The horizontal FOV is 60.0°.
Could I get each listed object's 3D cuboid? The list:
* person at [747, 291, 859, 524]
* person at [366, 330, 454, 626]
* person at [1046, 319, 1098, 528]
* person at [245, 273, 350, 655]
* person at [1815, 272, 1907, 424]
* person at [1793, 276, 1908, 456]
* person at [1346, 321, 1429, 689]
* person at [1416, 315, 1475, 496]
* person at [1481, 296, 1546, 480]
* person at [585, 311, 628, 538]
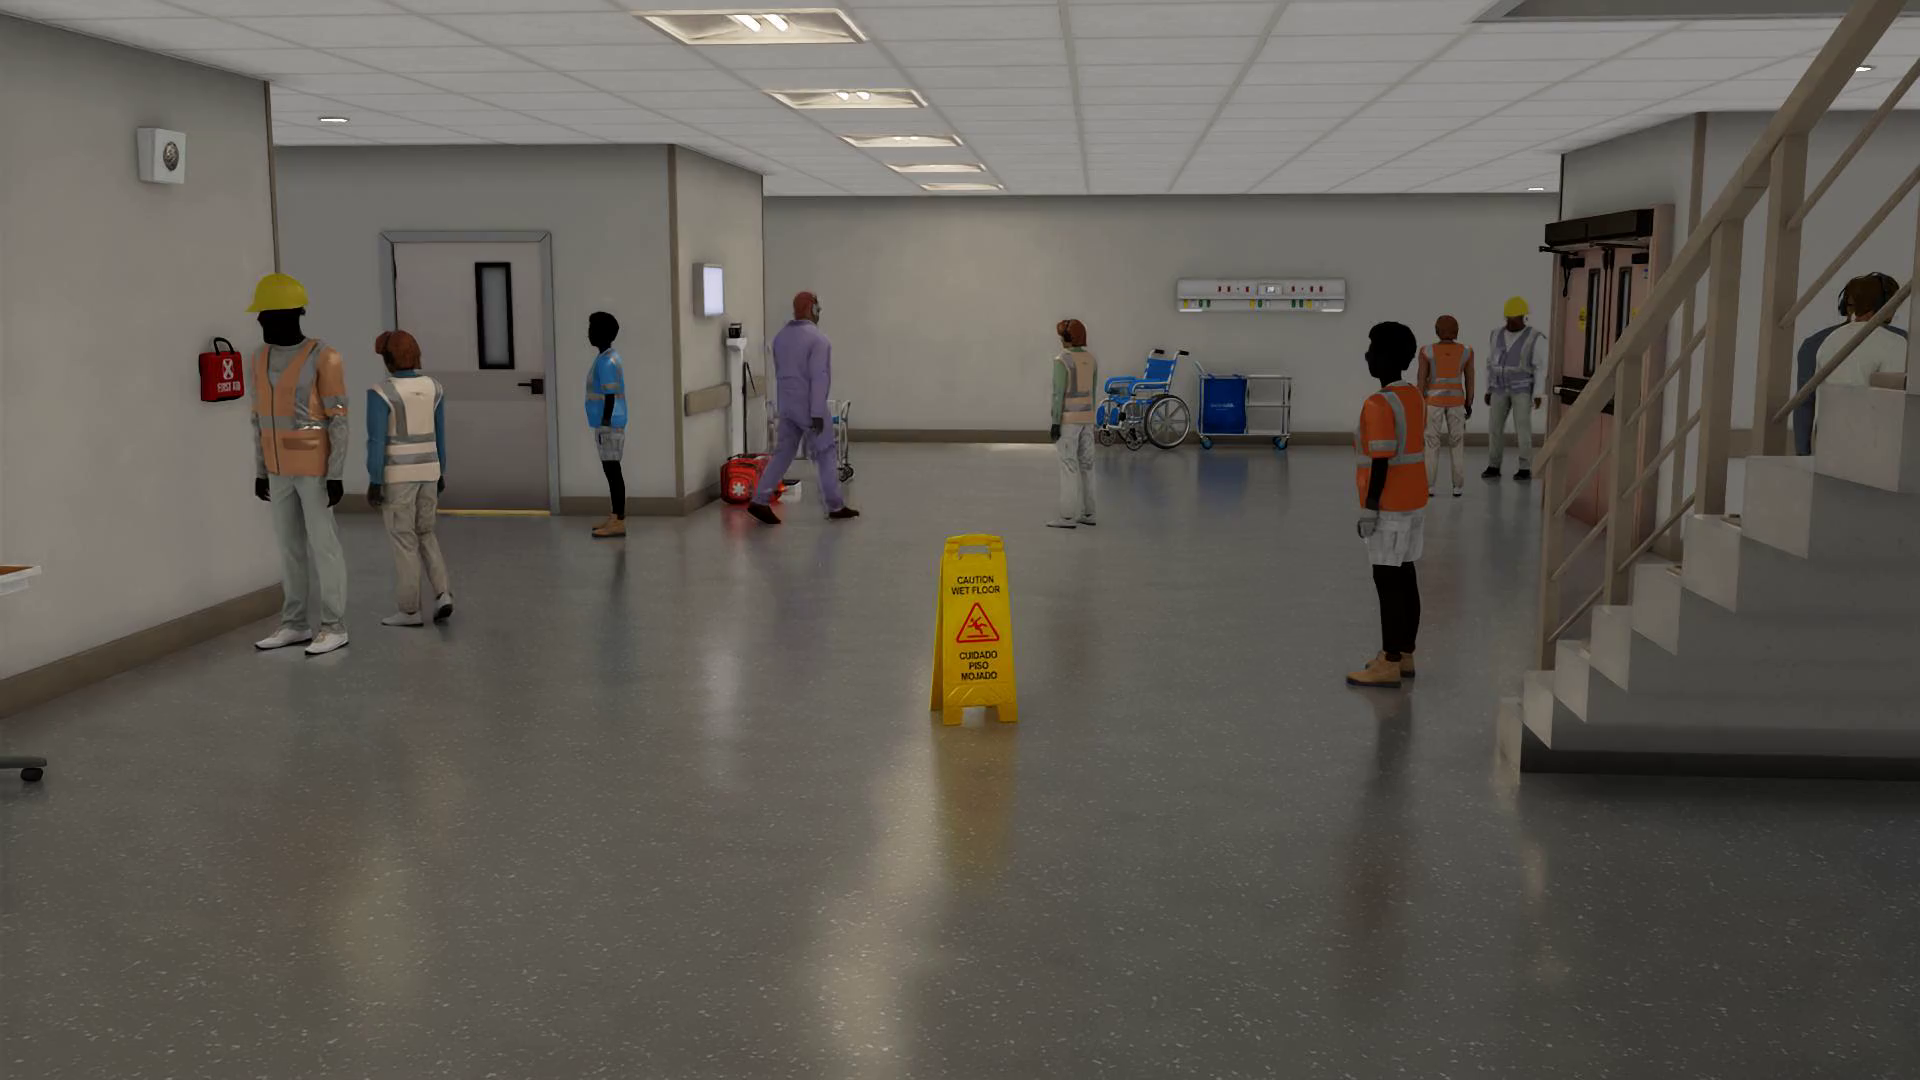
[{"bbox_3d":[-1.301,-1.058,13.312,0.990,1.861,0.658,-8,12,-44],"label":"person"},{"bbox_3d":[-2.996,-0.326,9.068,0.372,1.629,0.526,4,9,26],"label":"person"},{"bbox_3d":[0.895,-0.909,13.028,0.310,1.633,0.517,7,11,40],"label":"person"},{"bbox_3d":[-3.359,-0.378,8.423,0.591,1.923,0.382,4,9,26],"label":"person"},{"bbox_3d":[4.852,-0.461,8.945,0.372,1.940,0.632,-2,9,-10],"label":"person"},{"bbox_3d":[5.108,-0.536,9.516,0.636,1.928,0.390,3,9,17],"label":"person"},{"bbox_3d":[1.994,-0.162,7.722,0.322,1.697,0.536,6,10,34],"label":"person"},{"bbox_3d":[4.372,-1.204,15.018,0.525,1.636,0.307,1,8,4],"label":"person"},{"bbox_3d":[5.456,-1.493,16.420,0.409,1.814,0.617,-8,12,-44],"label":"person"},{"bbox_3d":[-2.662,-0.868,12.527,0.315,1.696,0.541,-1,8,-10],"label":"person"}]
